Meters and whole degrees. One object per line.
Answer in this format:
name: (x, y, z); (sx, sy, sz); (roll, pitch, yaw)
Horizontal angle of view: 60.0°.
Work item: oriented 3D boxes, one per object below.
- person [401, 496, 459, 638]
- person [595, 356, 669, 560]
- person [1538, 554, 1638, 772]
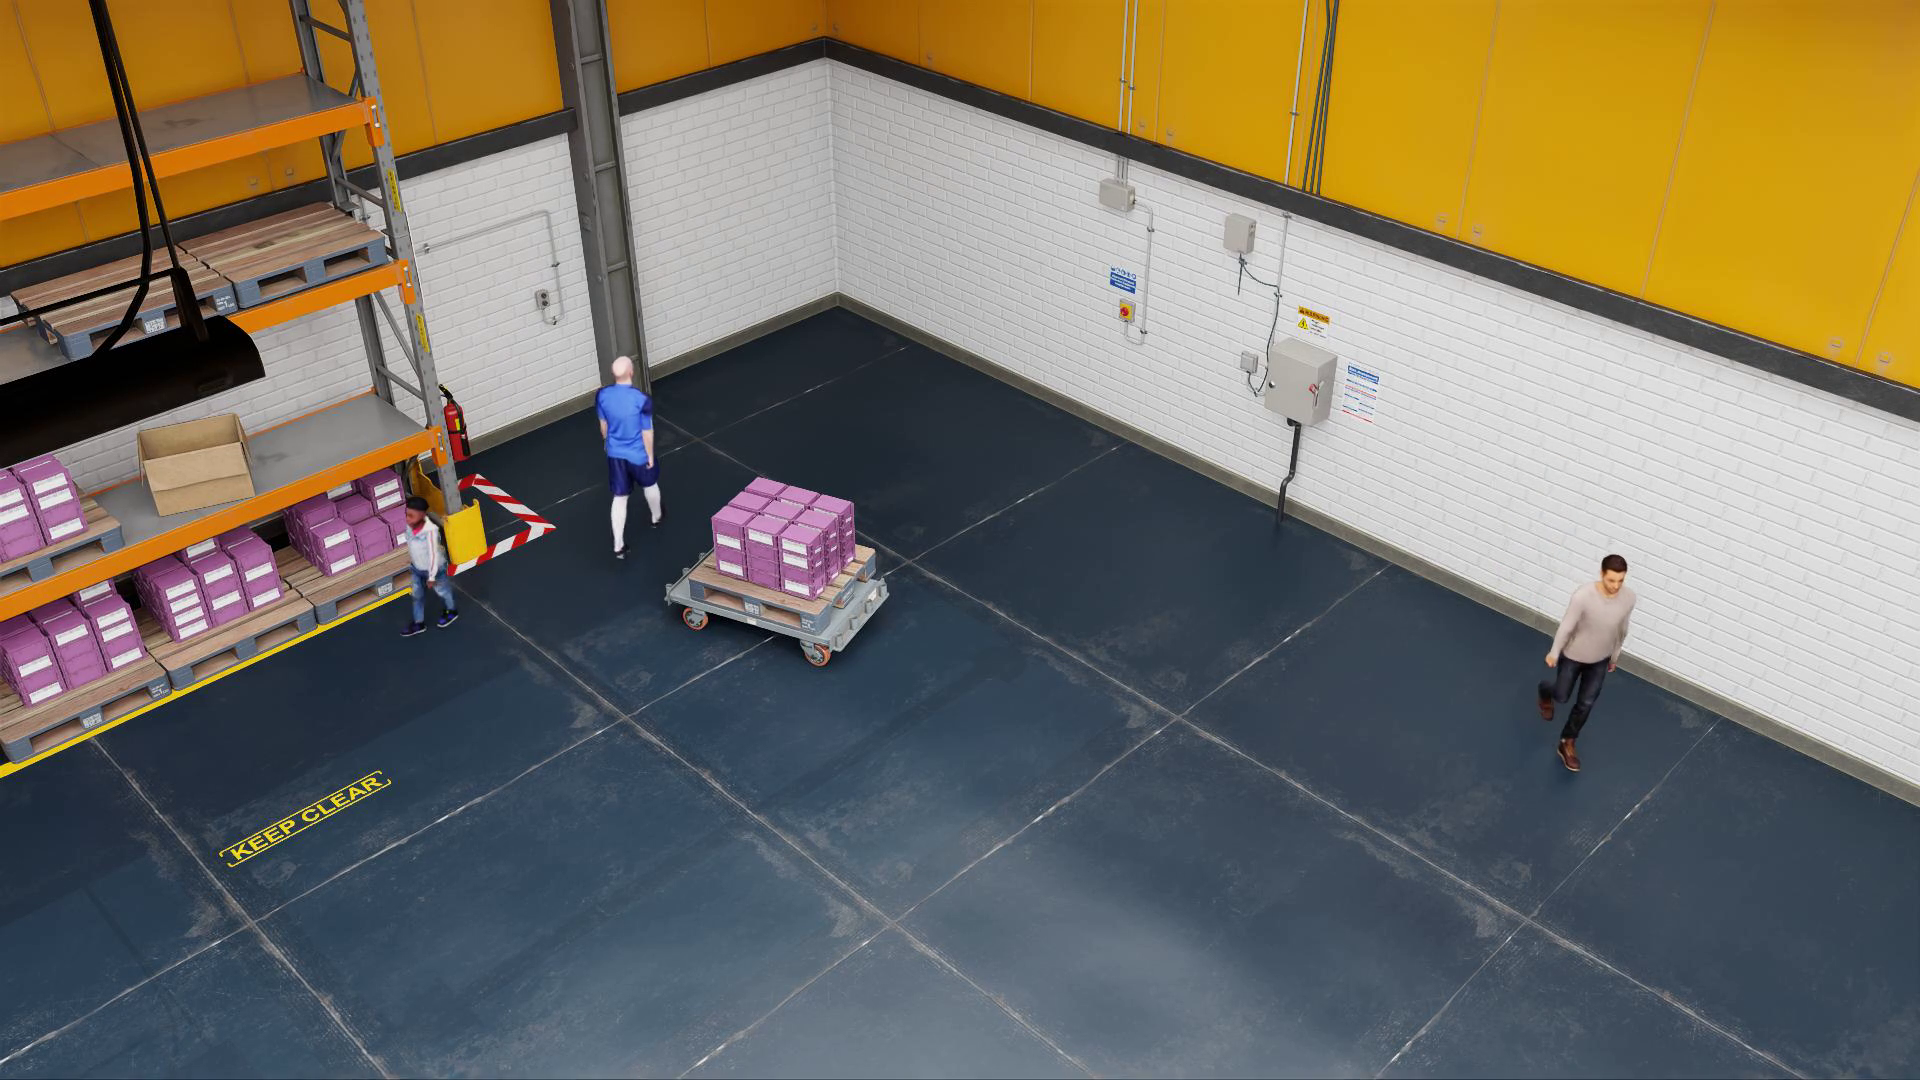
person: (-4.260, 0.159, 13.461); (0.588, 1.244, 0.781); (19, 38, 26)
person: (-2.861, -0.681, 14.223); (1.131, 1.799, 1.274); (4, 34, 7)
person: (4.496, 0.769, 12.010); (1.015, 1.834, 1.062); (-2, 34, -2)
